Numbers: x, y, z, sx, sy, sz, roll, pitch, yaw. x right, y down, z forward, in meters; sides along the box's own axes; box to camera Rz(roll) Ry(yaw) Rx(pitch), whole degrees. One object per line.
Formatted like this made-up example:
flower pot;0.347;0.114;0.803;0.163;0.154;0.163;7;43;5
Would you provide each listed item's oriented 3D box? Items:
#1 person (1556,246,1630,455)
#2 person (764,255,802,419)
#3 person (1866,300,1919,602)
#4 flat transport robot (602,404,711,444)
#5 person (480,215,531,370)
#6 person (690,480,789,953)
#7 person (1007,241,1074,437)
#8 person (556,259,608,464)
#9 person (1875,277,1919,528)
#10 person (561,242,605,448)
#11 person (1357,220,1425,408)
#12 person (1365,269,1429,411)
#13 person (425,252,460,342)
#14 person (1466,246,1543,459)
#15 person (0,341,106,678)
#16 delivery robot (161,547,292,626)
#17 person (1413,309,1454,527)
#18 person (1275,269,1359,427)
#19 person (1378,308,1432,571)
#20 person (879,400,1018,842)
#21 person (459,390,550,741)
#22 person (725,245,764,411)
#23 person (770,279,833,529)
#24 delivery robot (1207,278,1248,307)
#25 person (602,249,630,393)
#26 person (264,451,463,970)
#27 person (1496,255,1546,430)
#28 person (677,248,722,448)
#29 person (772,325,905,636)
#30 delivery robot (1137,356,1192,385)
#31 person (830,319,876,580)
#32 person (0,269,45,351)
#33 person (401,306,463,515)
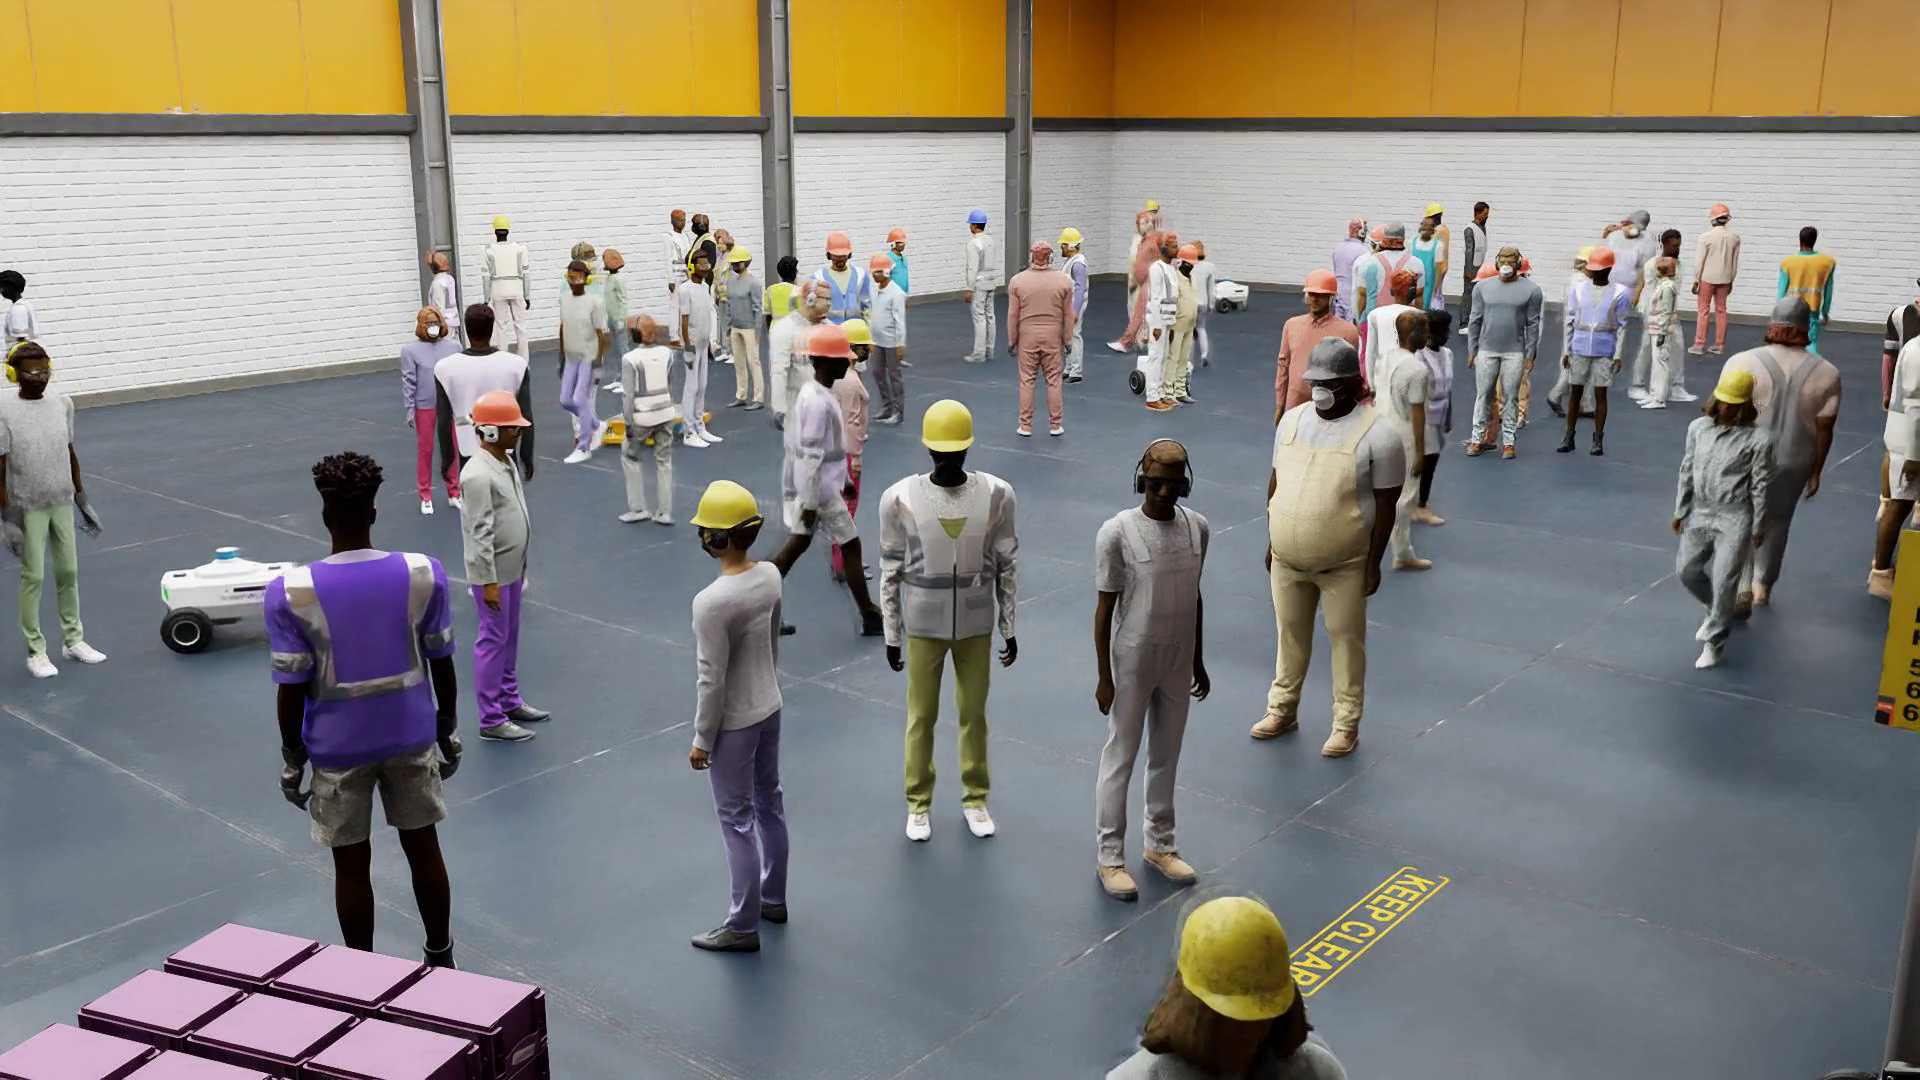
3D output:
person;5.850;-1.743;15.368;0.542;1.929;0.374;8;16;30
person;-1.774;-2.081;17.188;0.540;1.695;0.317;8;16;30
person;6.123;-0.612;10.620;0.396;2.038;0.614;8;16;30
flat transport robot;-2.994;-1.160;16.396;0.652;0.197;1.431;2;14;9
person;-5.571;-3.009;20.425;0.585;1.929;0.371;-7;16;-25
person;-0.827;0.651;6.133;0.311;1.769;0.525;6;15;21
person;0.783;-1.959;16.276;0.655;1.906;0.407;0;14;-1
person;-3.403;-1.622;15.048;0.561;1.845;0.508;8;16;28
person;7.313;-1.116;12.628;0.377;2.044;0.607;-10;17;-35
person;-3.537;-1.847;15.763;0.370;1.939;0.631;2;14;7
person;4.519;-2.346;17.549;0.688;2.000;0.536;2;14;9
person;3.538;-1.234;13.426;0.355;1.882;0.576;-13;19;-43
person;-5.698;-2.358;18.413;0.313;1.639;0.513;0;14;-1
person;4.965;-1.716;15.239;0.630;1.940;0.372;6;15;22
person;-5.081;-0.180;9.264;0.312;1.864;0.561;7;16;27
delivery robot;-4.324;0.287;9.849;0.707;0.478;0.477;-5;15;-19
person;3.523;-0.911;12.528;0.594;1.675;0.385;-13;19;-42
person;2.590;-0.980;12.179;0.611;1.997;0.372;9;17;32
person;2.928;-0.642;11.179;0.638;1.839;0.535;-4;14;-14
person;-0.041;0.352;7.028;0.587;1.920;0.397;-2;14;-9
person;-2.272;0.123;8.286;0.345;1.747;0.568;0;14;1
person;-2.321;-2.266;17.810;0.531;1.761;0.335;13;19;41
person;-1.165;-1.007;12.525;0.582;1.878;0.741;13;19;42
delivery robot;4.352;-4.036;27.126;0.707;0.478;0.477;-8;16;-29
person;-3.931;-2.505;19.009;0.285;1.633;0.501;-7;16;-27
person;-2.003;0.668;5.654;0.612;1.963;0.361;-9;17;-32
person;5.551;-1.981;16.690;0.338;1.742;0.565;-13;19;-41
person;-2.481;-1.829;15.827;0.335;1.873;0.521;5;15;18
person;-0.831;-0.329;9.829;1.000;1.891;0.547;-2;14;-7
delivery robot;2.302;-1.937;18.738;0.477;0.478;0.707;-7;16;-24
person;-0.726;-0.605;11.169;0.338;1.757;0.518;-3;14;-13
person;-8.787;-1.694;15.652;0.319;1.694;0.541;-6;15;-22
person;-4.118;-1.026;13.098;0.509;1.632;0.269;-10;17;-35
